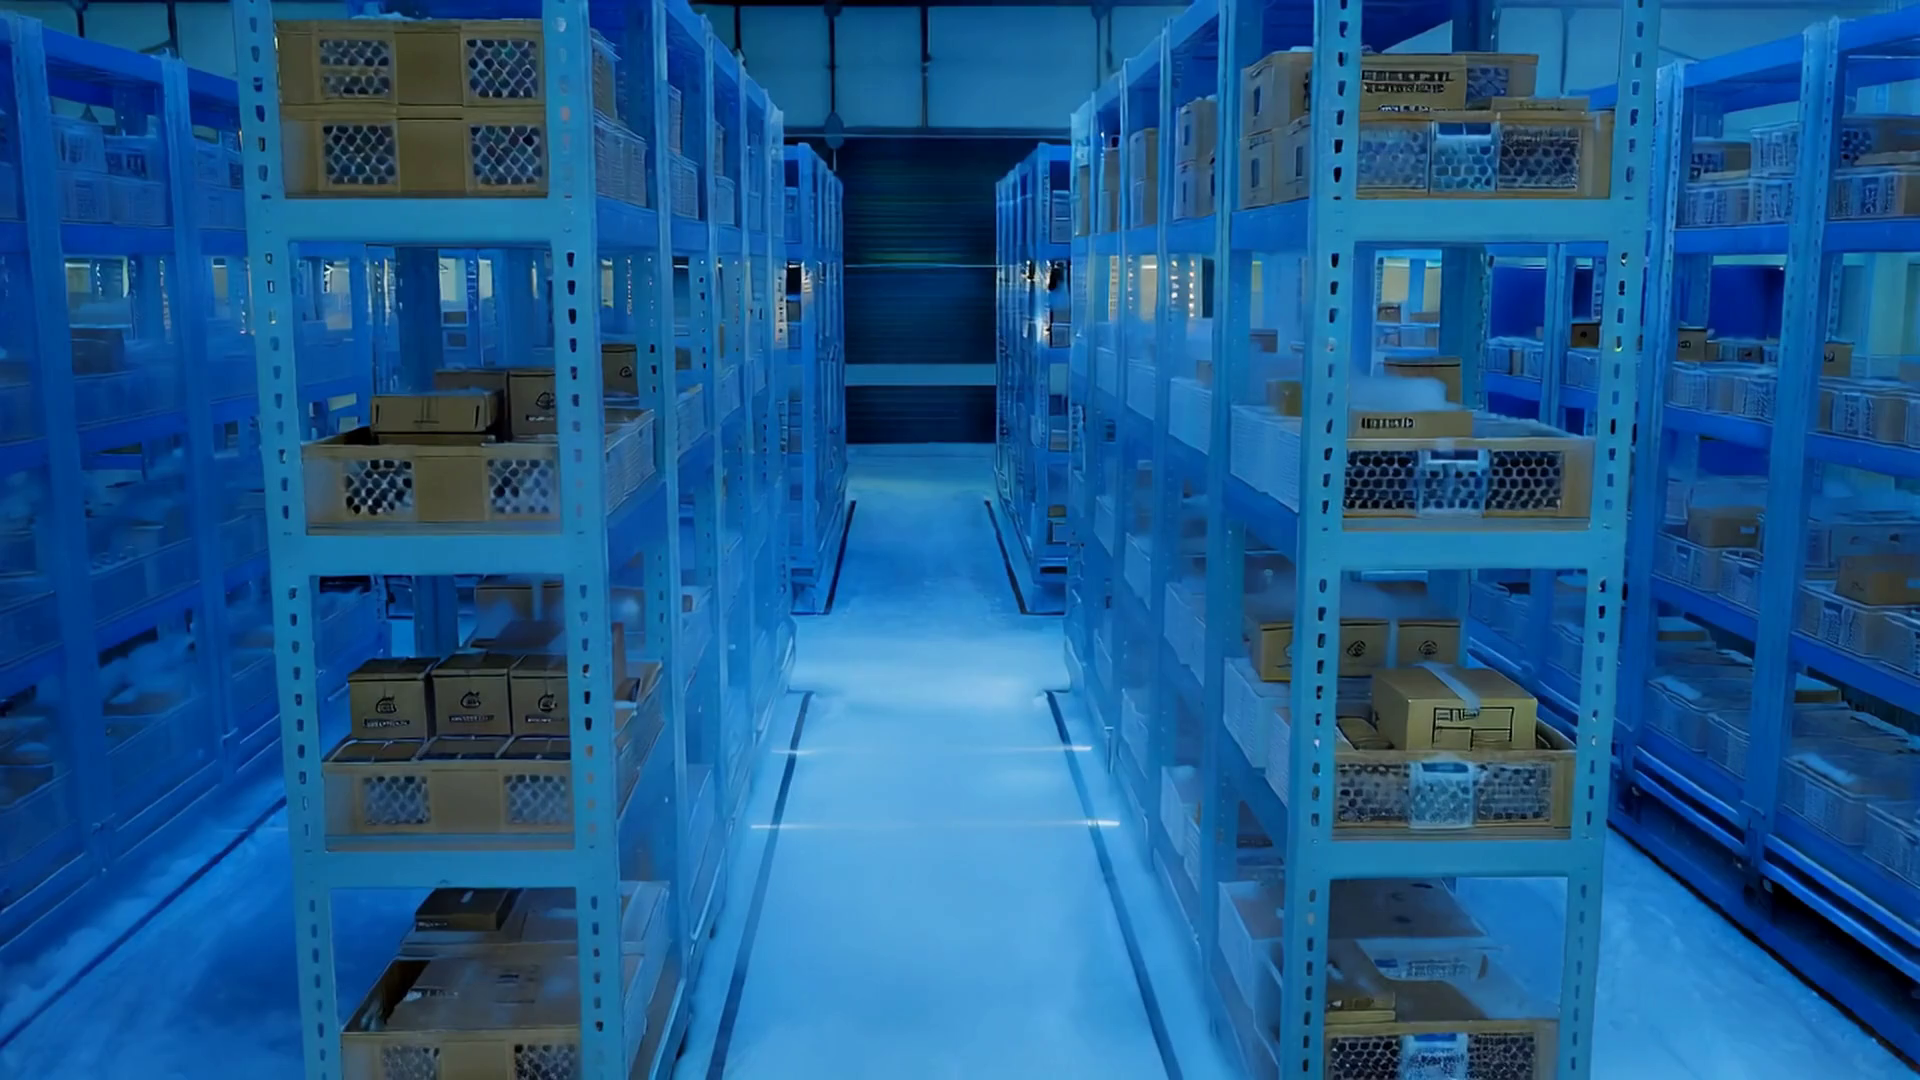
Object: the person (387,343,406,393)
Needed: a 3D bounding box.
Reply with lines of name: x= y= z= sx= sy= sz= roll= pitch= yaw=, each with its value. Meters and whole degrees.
person: x=-6.845 y=-1.548 z=20.344 sx=1.003 sy=1.784 sz=0.582 roll=-3 pitch=10 yaw=-15
